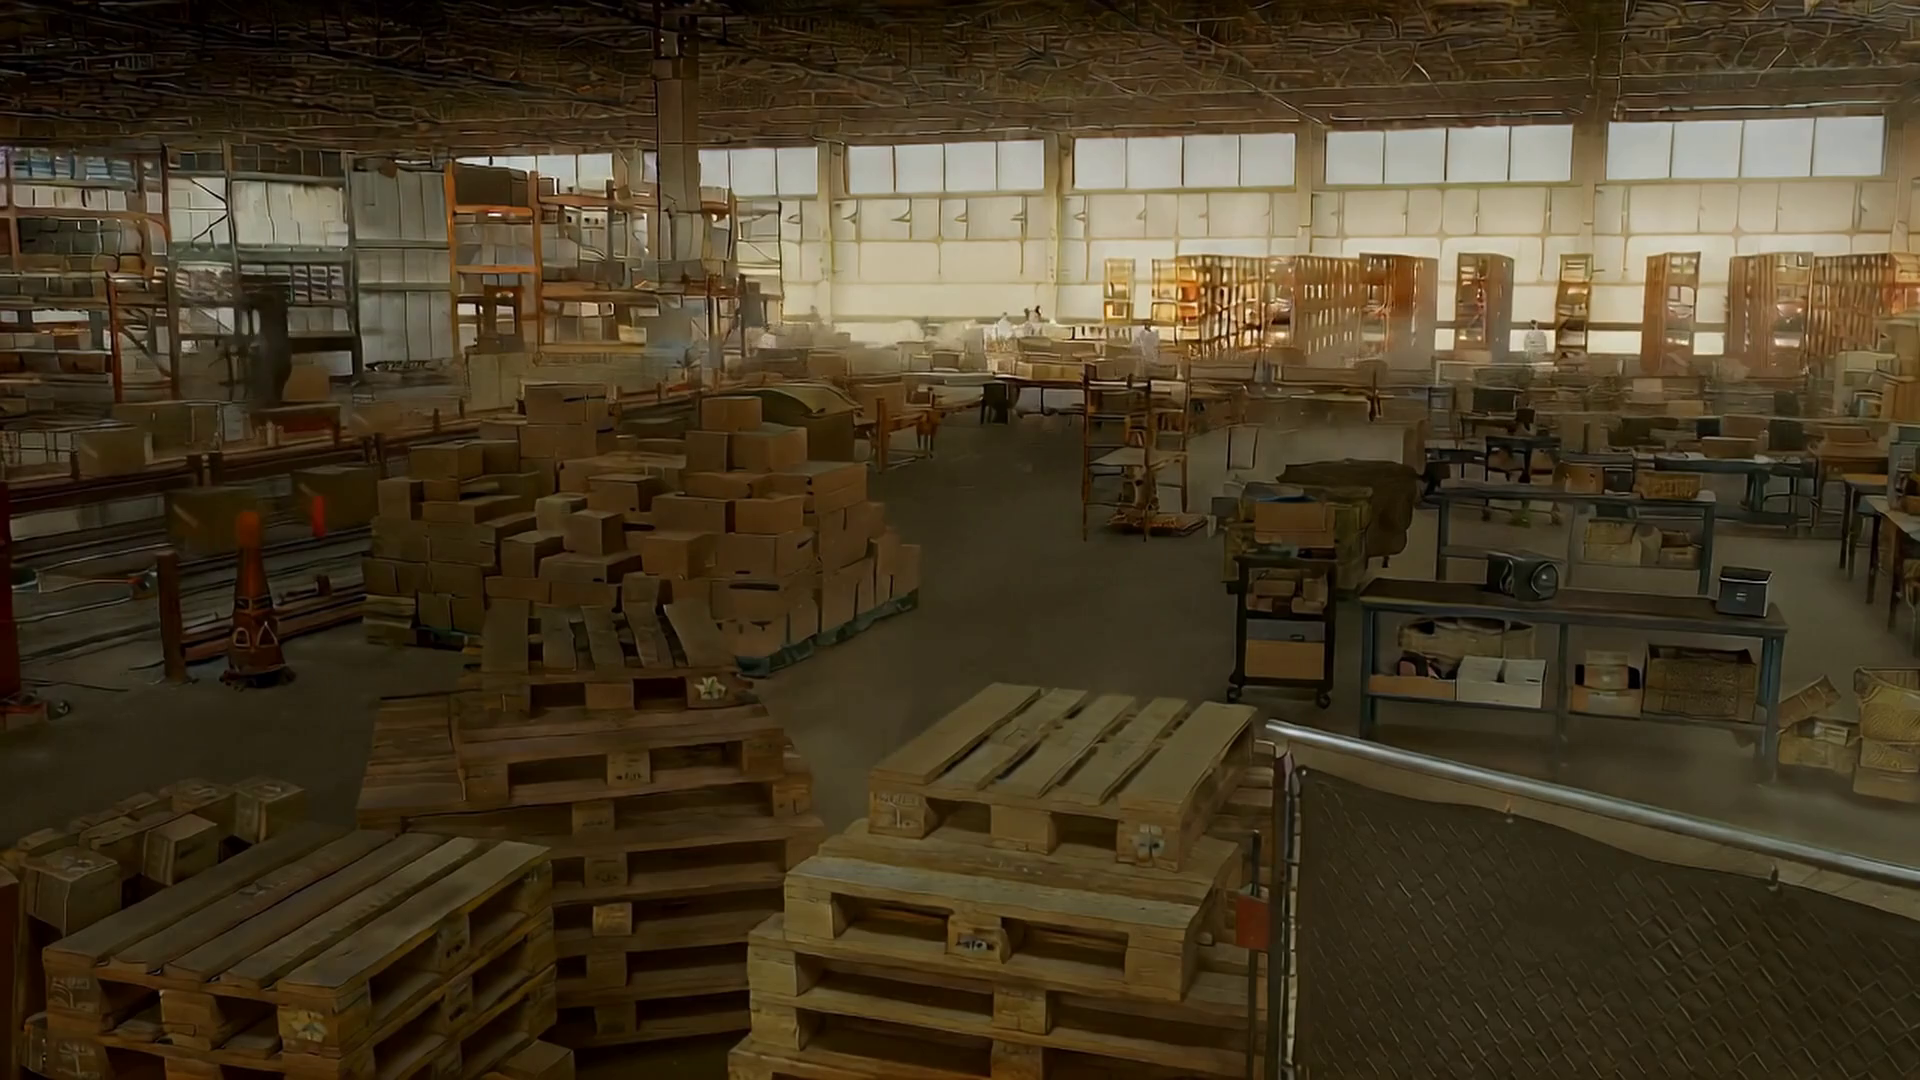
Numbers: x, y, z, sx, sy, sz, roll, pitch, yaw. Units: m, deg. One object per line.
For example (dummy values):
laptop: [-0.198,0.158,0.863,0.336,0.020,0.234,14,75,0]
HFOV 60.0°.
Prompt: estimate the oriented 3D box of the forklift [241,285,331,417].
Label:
forklift: [-14.770,-4.122,35.968,1.873,2.768,1.129,-8,12,-41]

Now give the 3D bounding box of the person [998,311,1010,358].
person: [1.629,-7.518,60.892,0.485,1.735,0.344,-5,10,-29]

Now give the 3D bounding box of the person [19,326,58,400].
person: [-22.294,-4.250,40.137,0.713,1.819,0.587,-8,12,-42]

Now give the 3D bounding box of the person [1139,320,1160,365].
person: [5.049,-4.940,44.340,0.563,1.847,0.389,0,9,-1]

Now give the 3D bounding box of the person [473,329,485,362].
person: [-12.041,-4.478,41.948,0.321,1.693,0.535,8,12,42]

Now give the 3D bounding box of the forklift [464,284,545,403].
forklift: [-10.832,-4.702,39.610,1.129,2.768,1.873,3,10,20]

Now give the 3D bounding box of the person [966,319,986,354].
person: [0.461,-5.194,45.983,0.594,1.832,0.403,5,11,31]

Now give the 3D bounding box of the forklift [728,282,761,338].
forklift: [-6.454,-6.534,51.115,1.873,2.768,1.129,3,10,20]

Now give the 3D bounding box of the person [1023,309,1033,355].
person: [2.274,-6.872,56.289,0.410,1.909,0.643,1,9,5]

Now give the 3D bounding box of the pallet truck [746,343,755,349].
pallet truck: [-6.183,-4.618,44.264,1.601,1.201,0.680,-9,12,-43]

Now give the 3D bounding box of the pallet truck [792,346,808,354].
pallet truck: [-3.705,-4.298,42.022,0.653,1.274,1.630,3,10,20]

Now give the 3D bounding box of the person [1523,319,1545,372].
person: [16.196,-5.341,46.952,0.596,1.817,0.641,3,10,19]

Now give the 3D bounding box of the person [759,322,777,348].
person: [-4.661,-4.270,39.895,0.579,1.921,0.630,5,11,31]
